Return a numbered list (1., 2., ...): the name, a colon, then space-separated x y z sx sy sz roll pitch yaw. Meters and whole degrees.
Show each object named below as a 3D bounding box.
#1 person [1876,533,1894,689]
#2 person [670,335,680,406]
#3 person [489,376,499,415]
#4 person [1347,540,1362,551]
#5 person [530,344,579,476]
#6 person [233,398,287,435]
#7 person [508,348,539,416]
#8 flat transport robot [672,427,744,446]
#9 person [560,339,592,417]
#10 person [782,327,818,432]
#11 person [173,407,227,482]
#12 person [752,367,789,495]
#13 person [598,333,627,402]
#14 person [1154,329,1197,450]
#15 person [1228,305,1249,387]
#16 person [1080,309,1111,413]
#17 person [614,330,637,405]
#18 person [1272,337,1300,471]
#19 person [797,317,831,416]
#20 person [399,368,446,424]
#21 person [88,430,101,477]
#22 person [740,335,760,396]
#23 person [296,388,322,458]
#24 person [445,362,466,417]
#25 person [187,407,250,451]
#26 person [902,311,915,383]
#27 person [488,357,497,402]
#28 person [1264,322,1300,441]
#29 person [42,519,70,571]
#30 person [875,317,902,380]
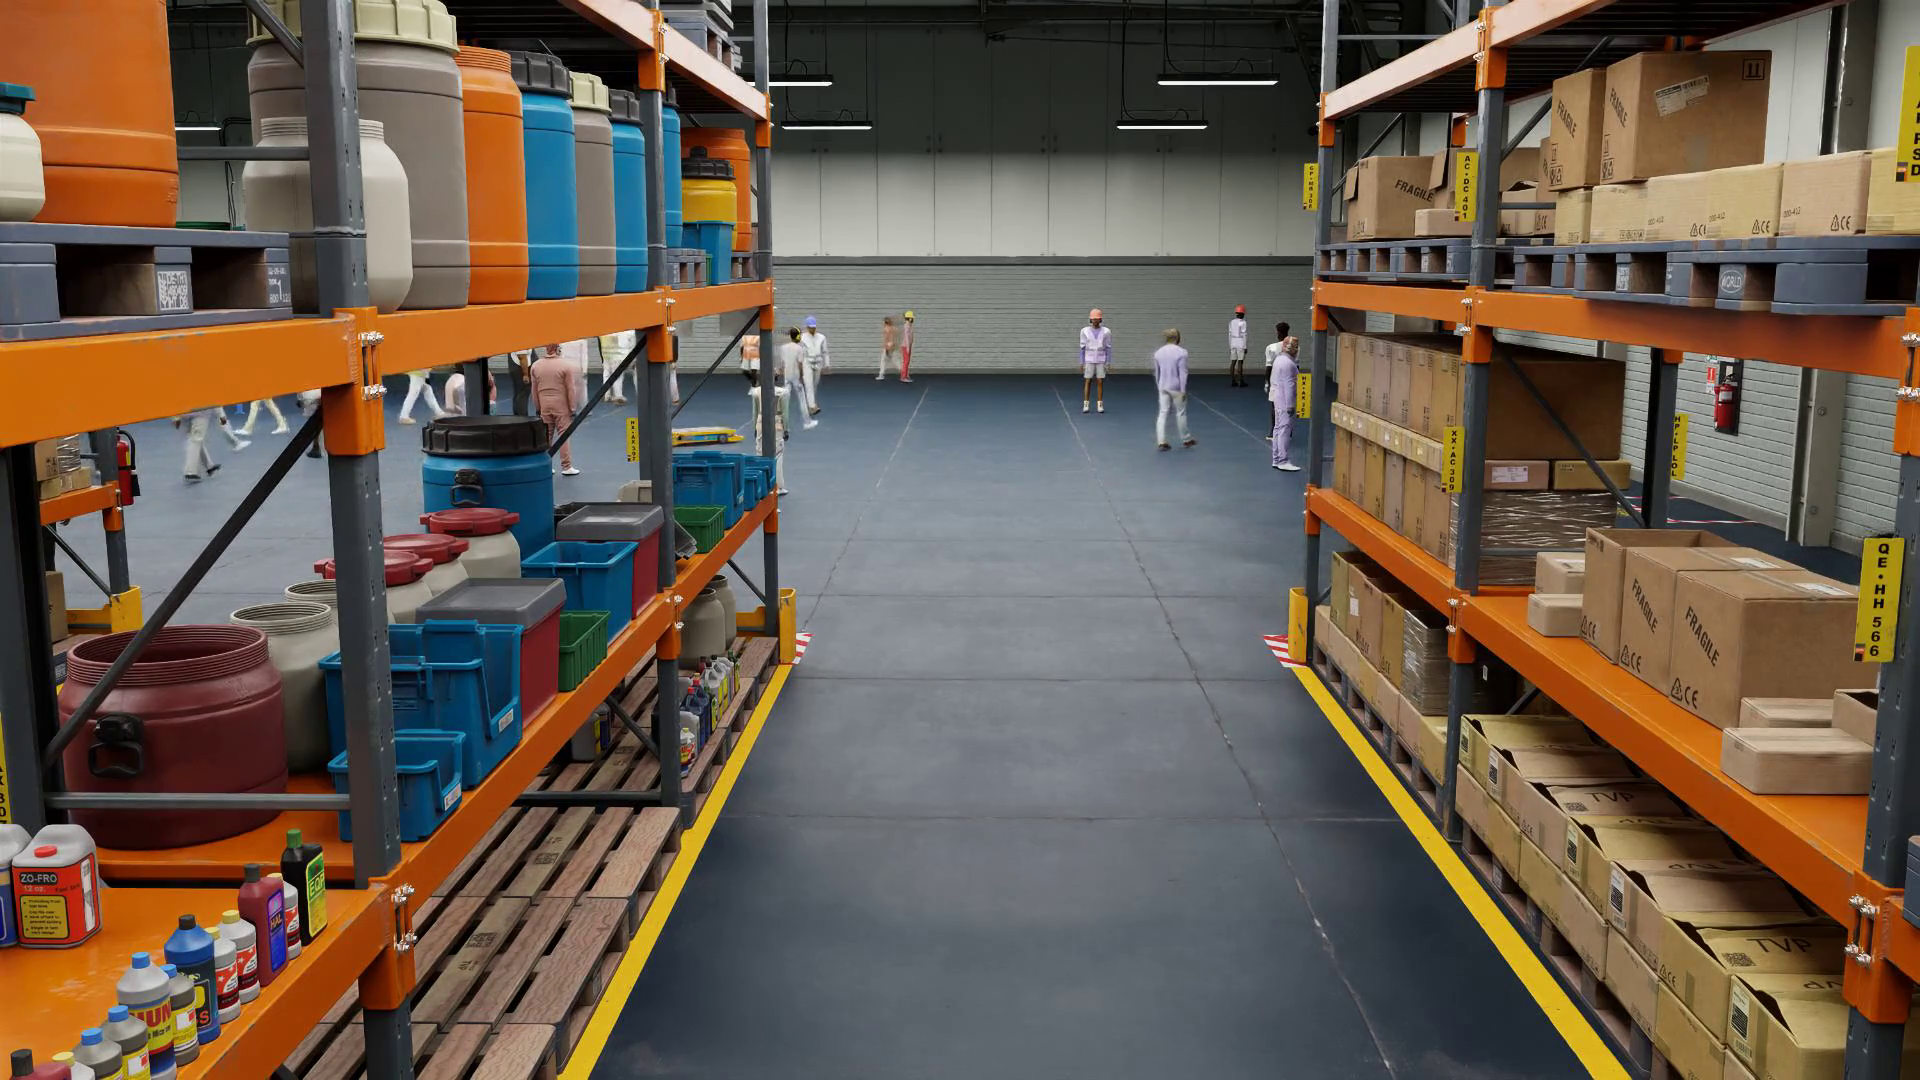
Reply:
1. person: 4.525 0.774 8.174 0.547 1.648 0.867 -1 10 -4
2. person: -6.057 -3.700 34.120 0.621 1.938 1.029 1 10 5
3. person: -5.615 -1.139 19.693 0.533 1.625 0.363 8 13 41
4. person: 3.456 -0.304 13.862 0.630 1.903 0.622 -4 10 -24
5. person: -5.616 -1.851 23.134 0.651 1.907 0.409 2 10 14
6. person: -12.046 -2.601 28.589 0.870 1.581 0.517 -4 10 -25
7. person: -7.688 -2.935 29.353 0.536 2.000 0.681 -5 11 -27
8. flat transport robot: -4.339 -1.717 27.350 1.431 0.197 0.652 -7 12 -35
9. person: -7.371 -3.251 31.677 0.661 1.862 0.985 2 10 13
10. person: -2.902 -2.816 29.174 0.543 1.818 0.968 6 11 30
11. person: -10.337 -1.703 22.620 0.611 1.778 0.940 3 10 17
12. person: -2.418 -1.391 21.214 0.513 1.630 0.318 4 10 20
13. person: -7.399 -3.872 35.431 0.625 1.847 0.429 5 11 27
14. person: 3.398 -2.381 26.301 0.655 1.904 0.831 8 13 41
15. person: 6.651 -4.627 39.663 0.368 1.939 0.542 -7 12 -36
16. person: 2.670 -3.531 32.786 0.613 2.041 0.393 0 9 0
17. person: -6.878 -3.779 34.670 0.621 1.901 0.962 5 11 27
18. person: 4.673 -1.949 23.743 0.407 1.902 0.639 0 9 -3
19. person: -2.840 -3.363 32.224 0.606 1.882 1.046 -5 11 -26
20. person: -9.916 -3.043 30.663 1.002 1.783 0.631 -4 10 -22
21. person: -12.016 -1.814 23.201 0.543 1.802 0.943 -2 10 -15
22. person: -4.640 -4.072 37.069 0.548 1.686 0.449 3 10 19
23. person: -9.794 -2.210 25.254 0.539 1.918 0.539 6 11 31
24. person: -5.991 -1.378 20.574 0.848 1.811 0.654 -7 12 -38
25. person: -11.650 -2.211 25.935 0.909 1.680 0.496 -7 12 -37
26. person: -1.270 -4.770 41.070 0.339 1.757 0.518 0 9 1
27. person: -6.356 -1.744 22.224 0.382 1.993 0.622 -3 10 -15
28. person: 5.360 -2.643 27.700 0.607 1.967 0.367 -2 10 -10
29. person: -7.655 -0.279 13.685 0.392 1.919 0.590 8 12 39
30. person: -1.727 -4.811 41.775 0.833 1.600 0.515 6 11 30
